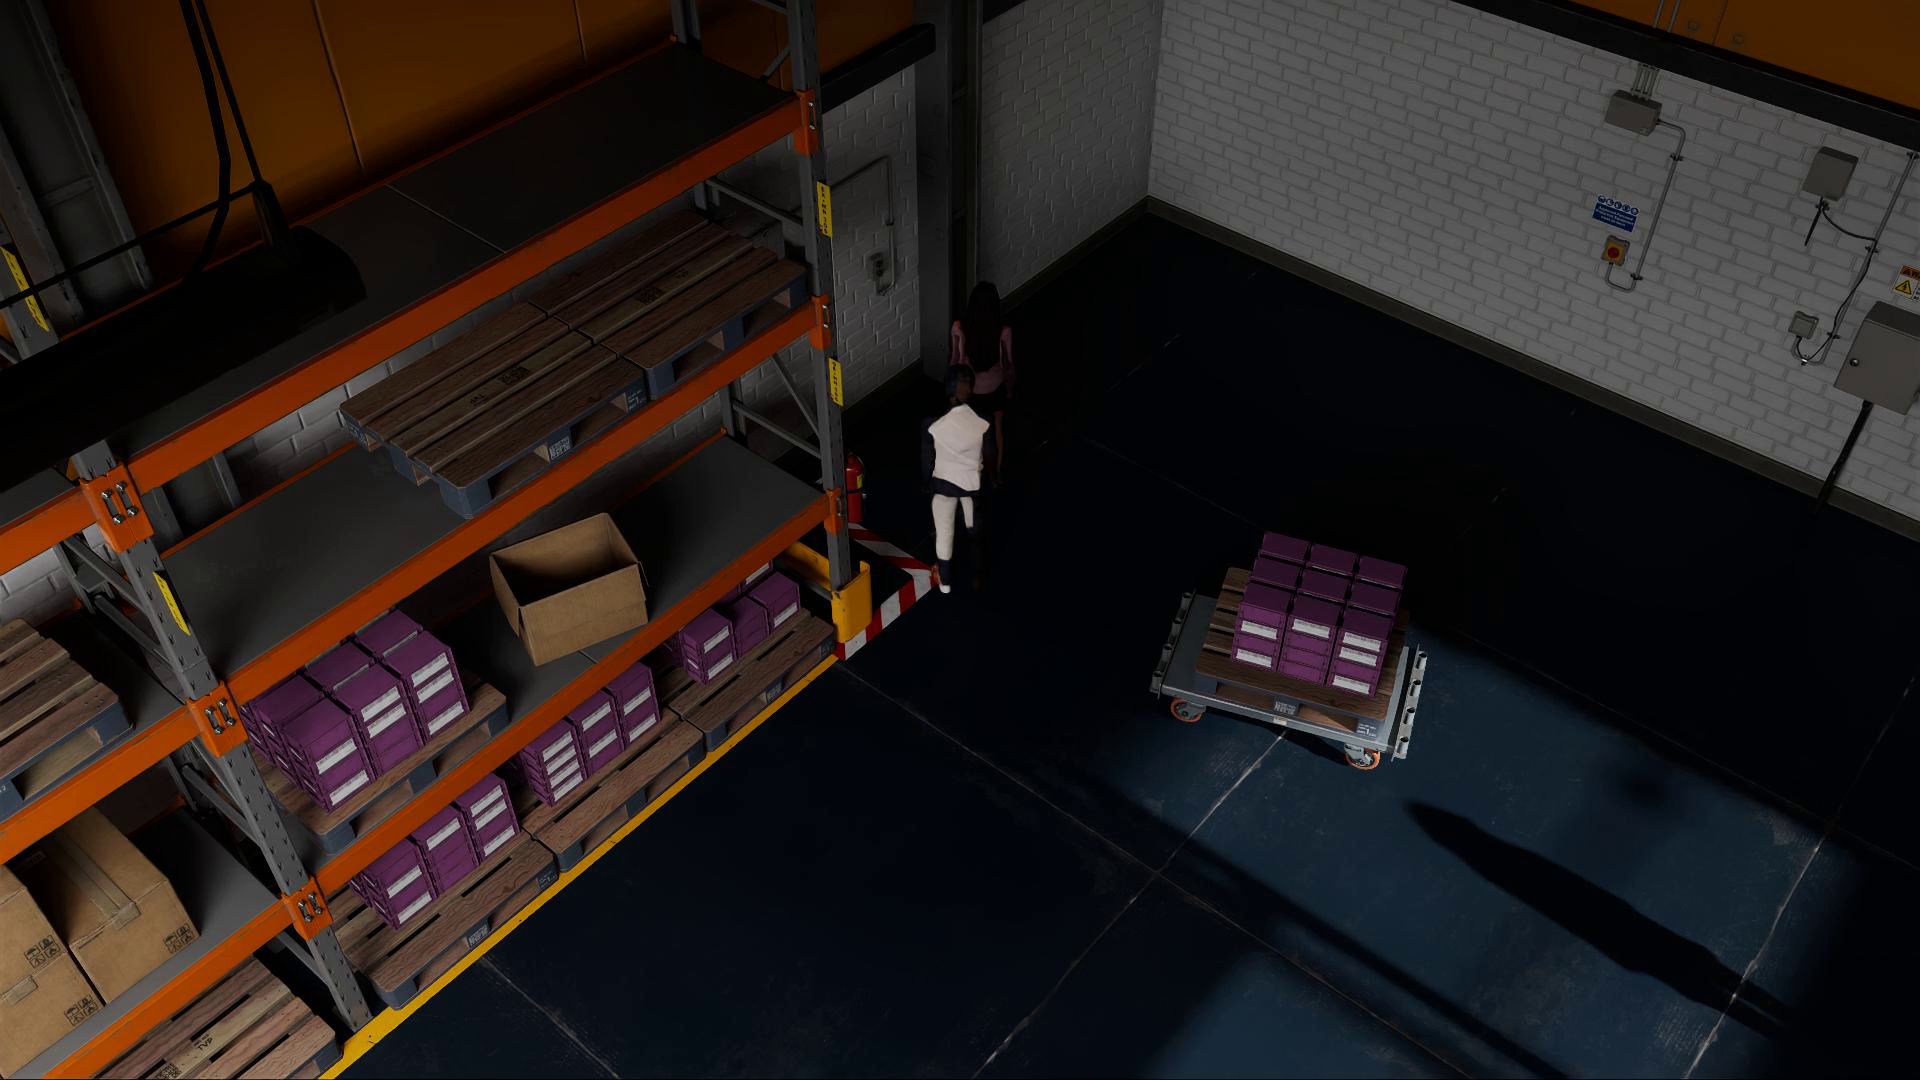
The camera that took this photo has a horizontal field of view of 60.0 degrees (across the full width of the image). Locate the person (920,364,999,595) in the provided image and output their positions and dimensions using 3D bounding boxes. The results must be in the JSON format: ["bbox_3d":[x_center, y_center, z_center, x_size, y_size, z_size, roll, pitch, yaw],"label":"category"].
[{"bbox_3d":[-0.009,-0.400,11.239,0.764,1.892,0.822,-3,44,-3],"label":"person"}]

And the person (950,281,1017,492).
[{"bbox_3d":[0.165,-1.089,12.021,0.704,1.811,0.718,4,44,4],"label":"person"}]
